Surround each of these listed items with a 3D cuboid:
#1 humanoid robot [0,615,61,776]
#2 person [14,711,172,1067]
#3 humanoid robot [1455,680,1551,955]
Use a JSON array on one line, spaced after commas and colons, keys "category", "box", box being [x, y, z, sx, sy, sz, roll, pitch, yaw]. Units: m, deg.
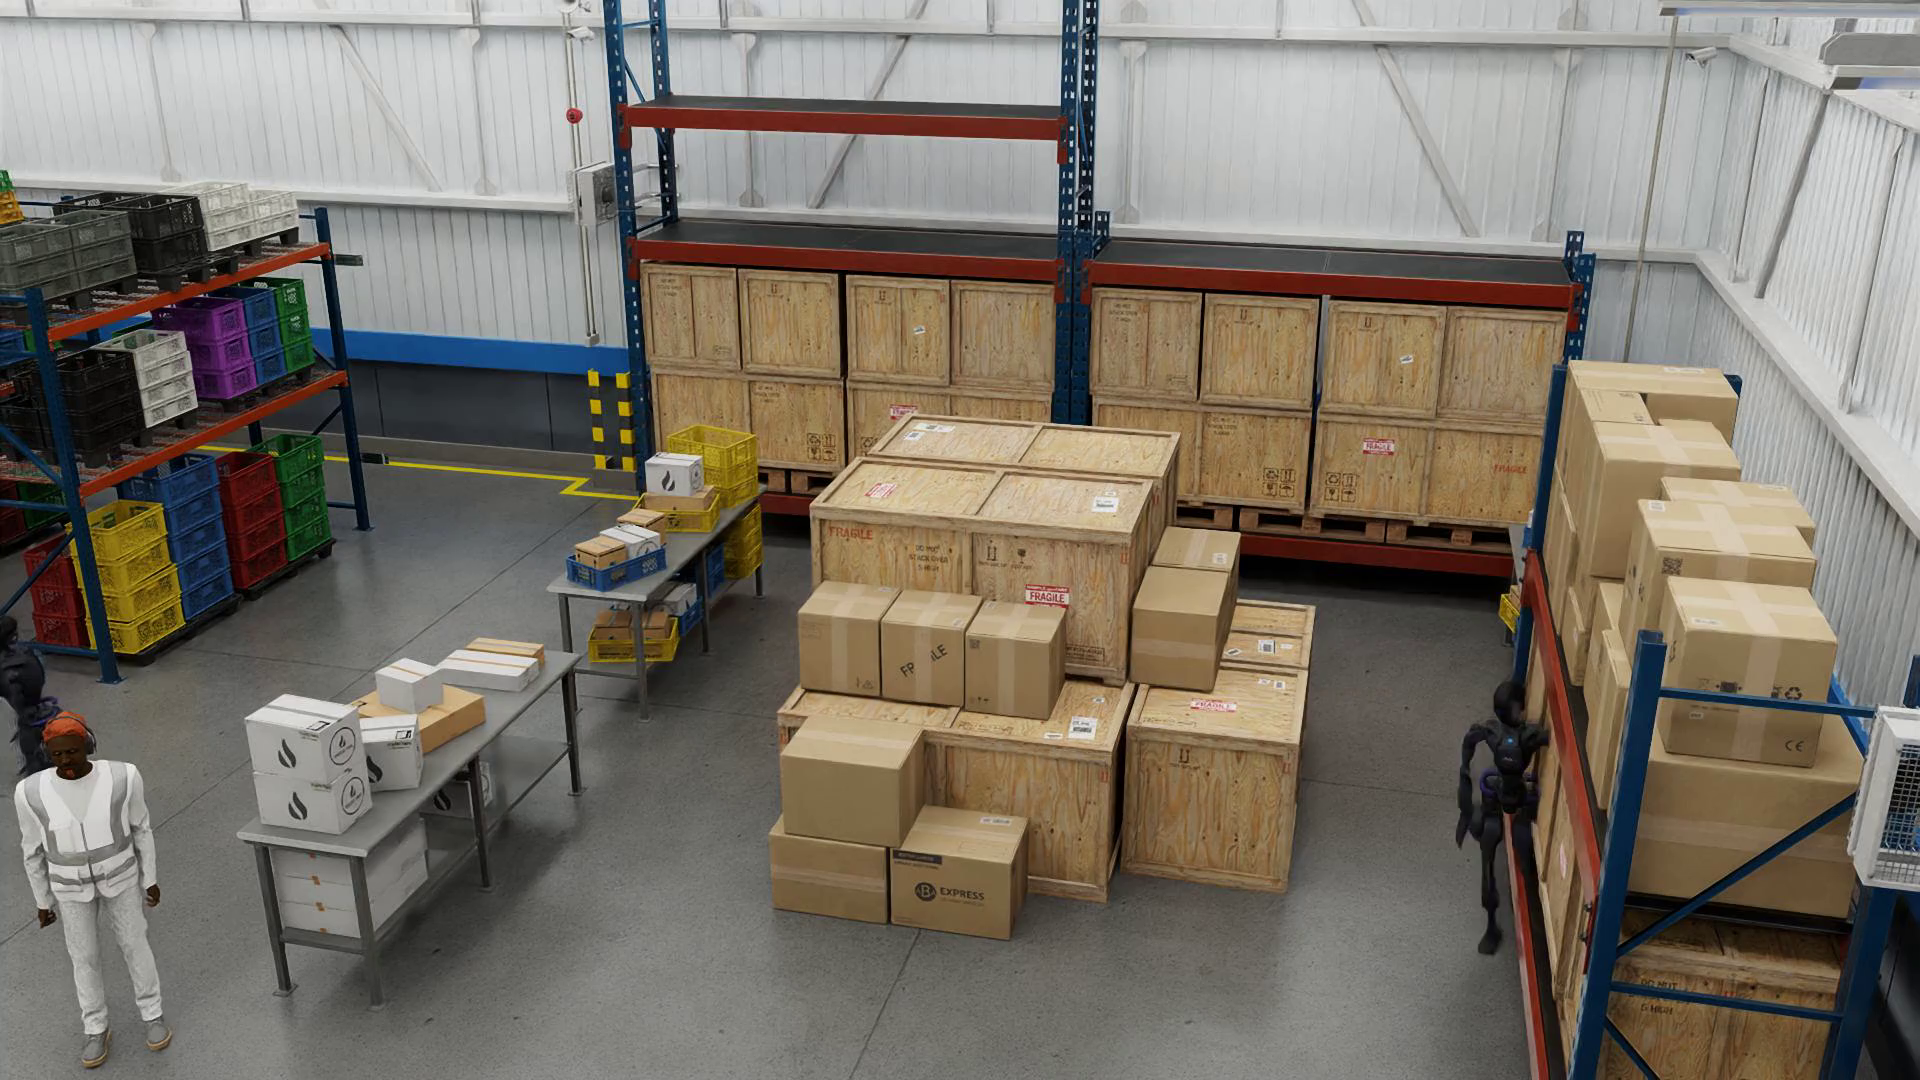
[{"category": "humanoid robot", "box": [-5.541, 1.178, 9.993, 0.374, 1.644, 0.632, -11, 24, -27]}, {"category": "person", "box": [-4.296, 1.724, 8.278, 0.574, 1.882, 0.356, -10, 23, -24]}, {"category": "humanoid robot", "box": [3.060, 1.491, 9.180, 0.620, 1.632, 0.485, 9, 23, 22]}]
